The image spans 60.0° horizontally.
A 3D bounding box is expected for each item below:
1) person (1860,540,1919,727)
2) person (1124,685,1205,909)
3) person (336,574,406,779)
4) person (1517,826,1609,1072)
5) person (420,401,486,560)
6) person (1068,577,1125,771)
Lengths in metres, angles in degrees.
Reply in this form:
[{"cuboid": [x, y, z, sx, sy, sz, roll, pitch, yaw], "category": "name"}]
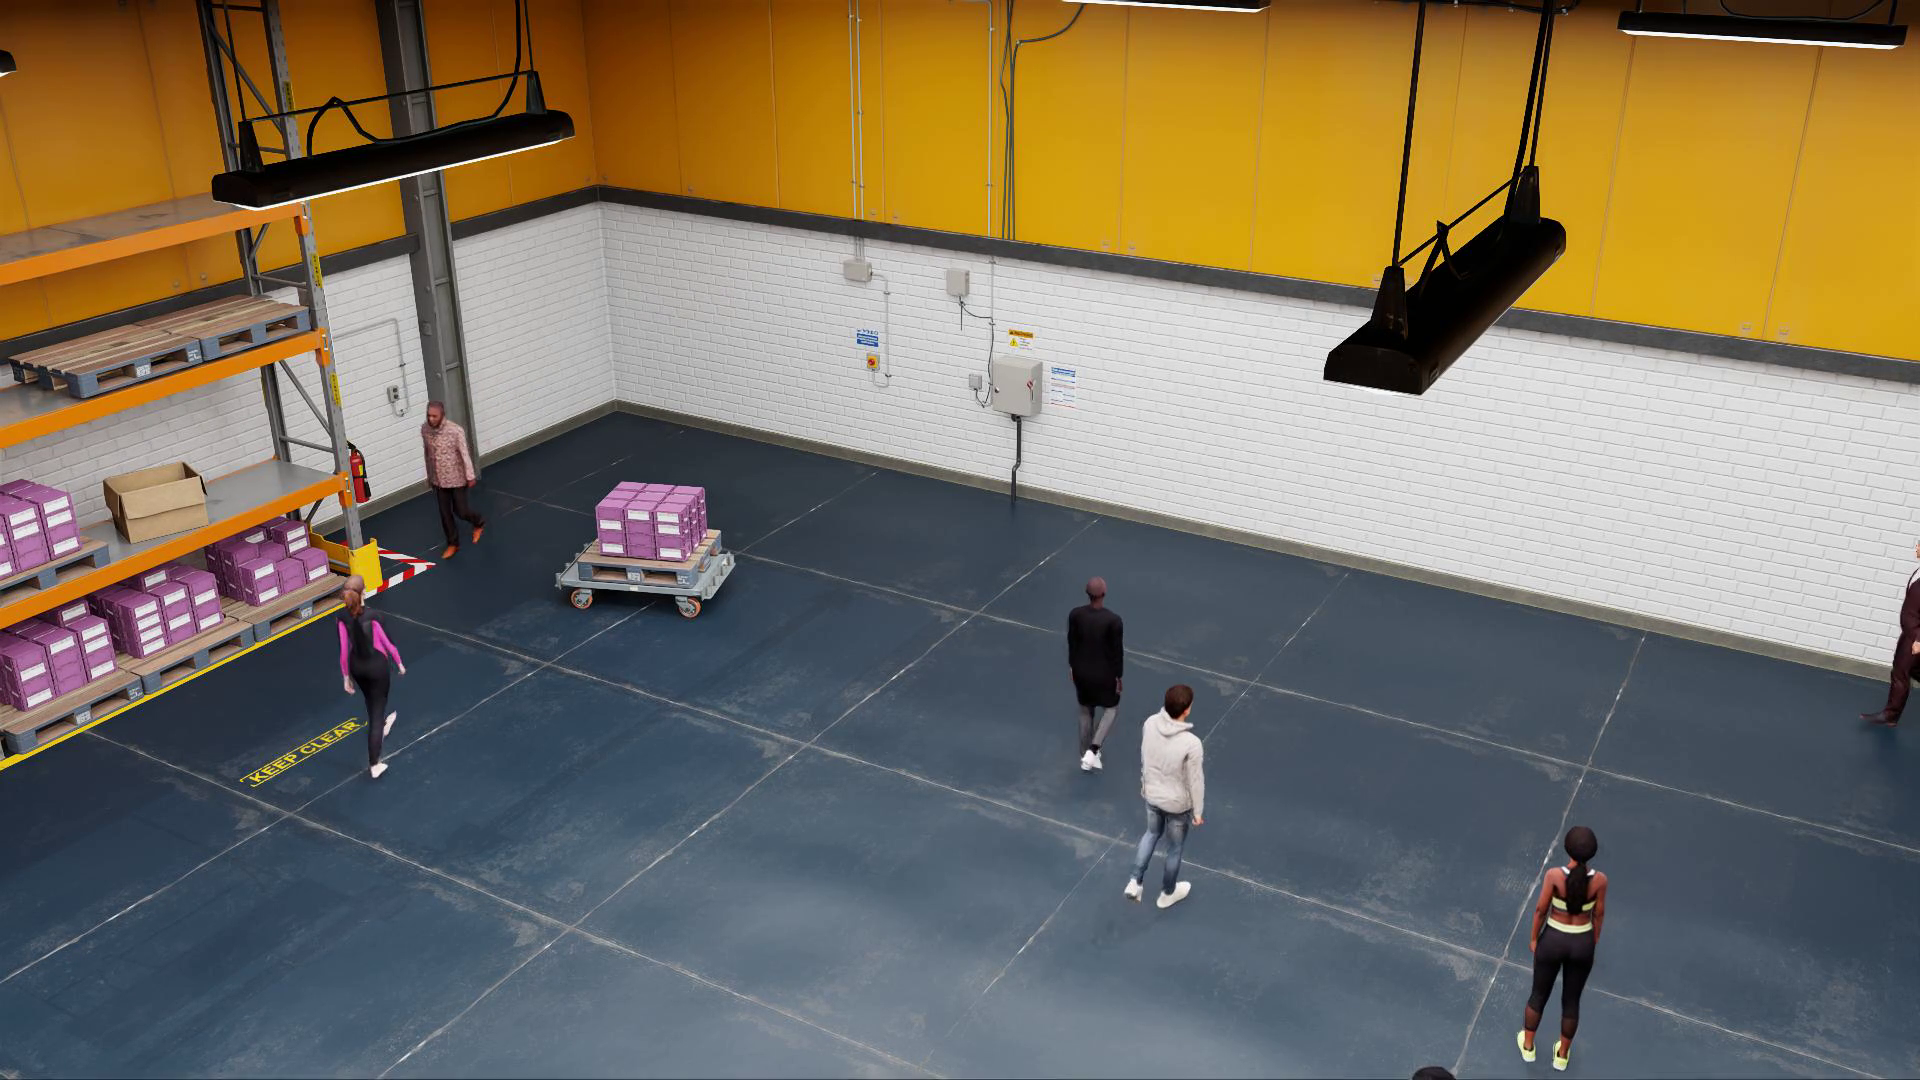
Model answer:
[{"cuboid": [8.395, 0.801, 14.406, 0.888, 1.844, 0.989, 8, 25, 17], "category": "person"}, {"cuboid": [1.437, 1.882, 11.934, 0.787, 1.844, 0.955, 19, 30, 37], "category": "person"}, {"cuboid": [-4.907, 1.161, 13.766, 0.924, 1.698, 1.187, 1, 24, 3], "category": "person"}, {"cuboid": [3.824, 2.577, 10.456, 0.621, 1.753, 0.626, 6, 24, 13], "category": "person"}, {"cuboid": [-5.468, -0.709, 17.949, 0.820, 1.772, 0.964, 6, 24, 14], "category": "person"}, {"cuboid": [1.082, 1.151, 13.719, 0.673, 1.753, 0.726, 12, 26, 25], "category": "person"}]
